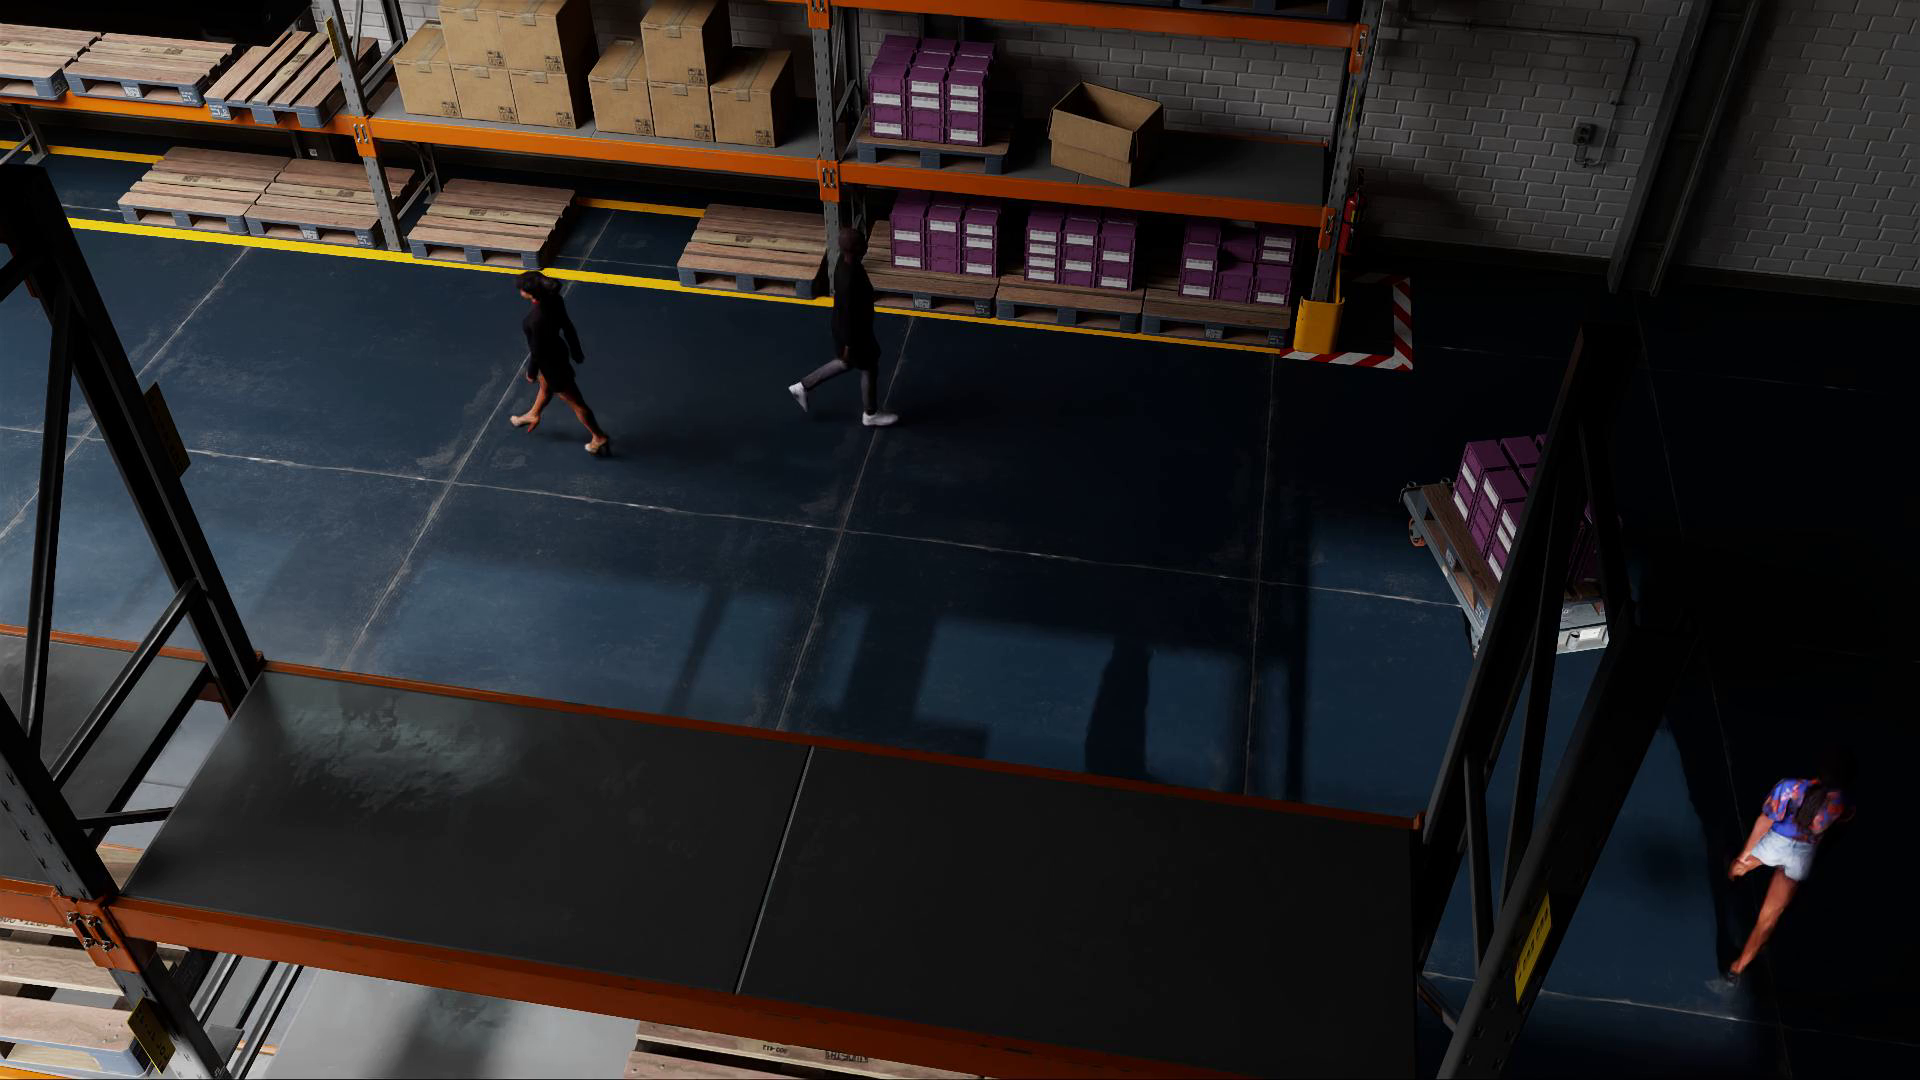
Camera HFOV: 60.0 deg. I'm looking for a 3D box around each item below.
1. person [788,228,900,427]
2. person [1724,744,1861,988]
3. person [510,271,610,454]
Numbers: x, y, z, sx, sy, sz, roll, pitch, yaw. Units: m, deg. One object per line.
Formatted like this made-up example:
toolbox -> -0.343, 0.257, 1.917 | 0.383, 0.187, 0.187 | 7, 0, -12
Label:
person -> -0.897, -1.545, 12.365 | 1.141, 1.737, 0.854 | -5, 44, -5
person -> 4.412, 1.764, 8.919 | 1.120, 1.699, 0.825 | 15, 46, 16
person -> -2.867, -1.243, 12.147 | 1.019, 1.600, 0.554 | 8, 44, 8
